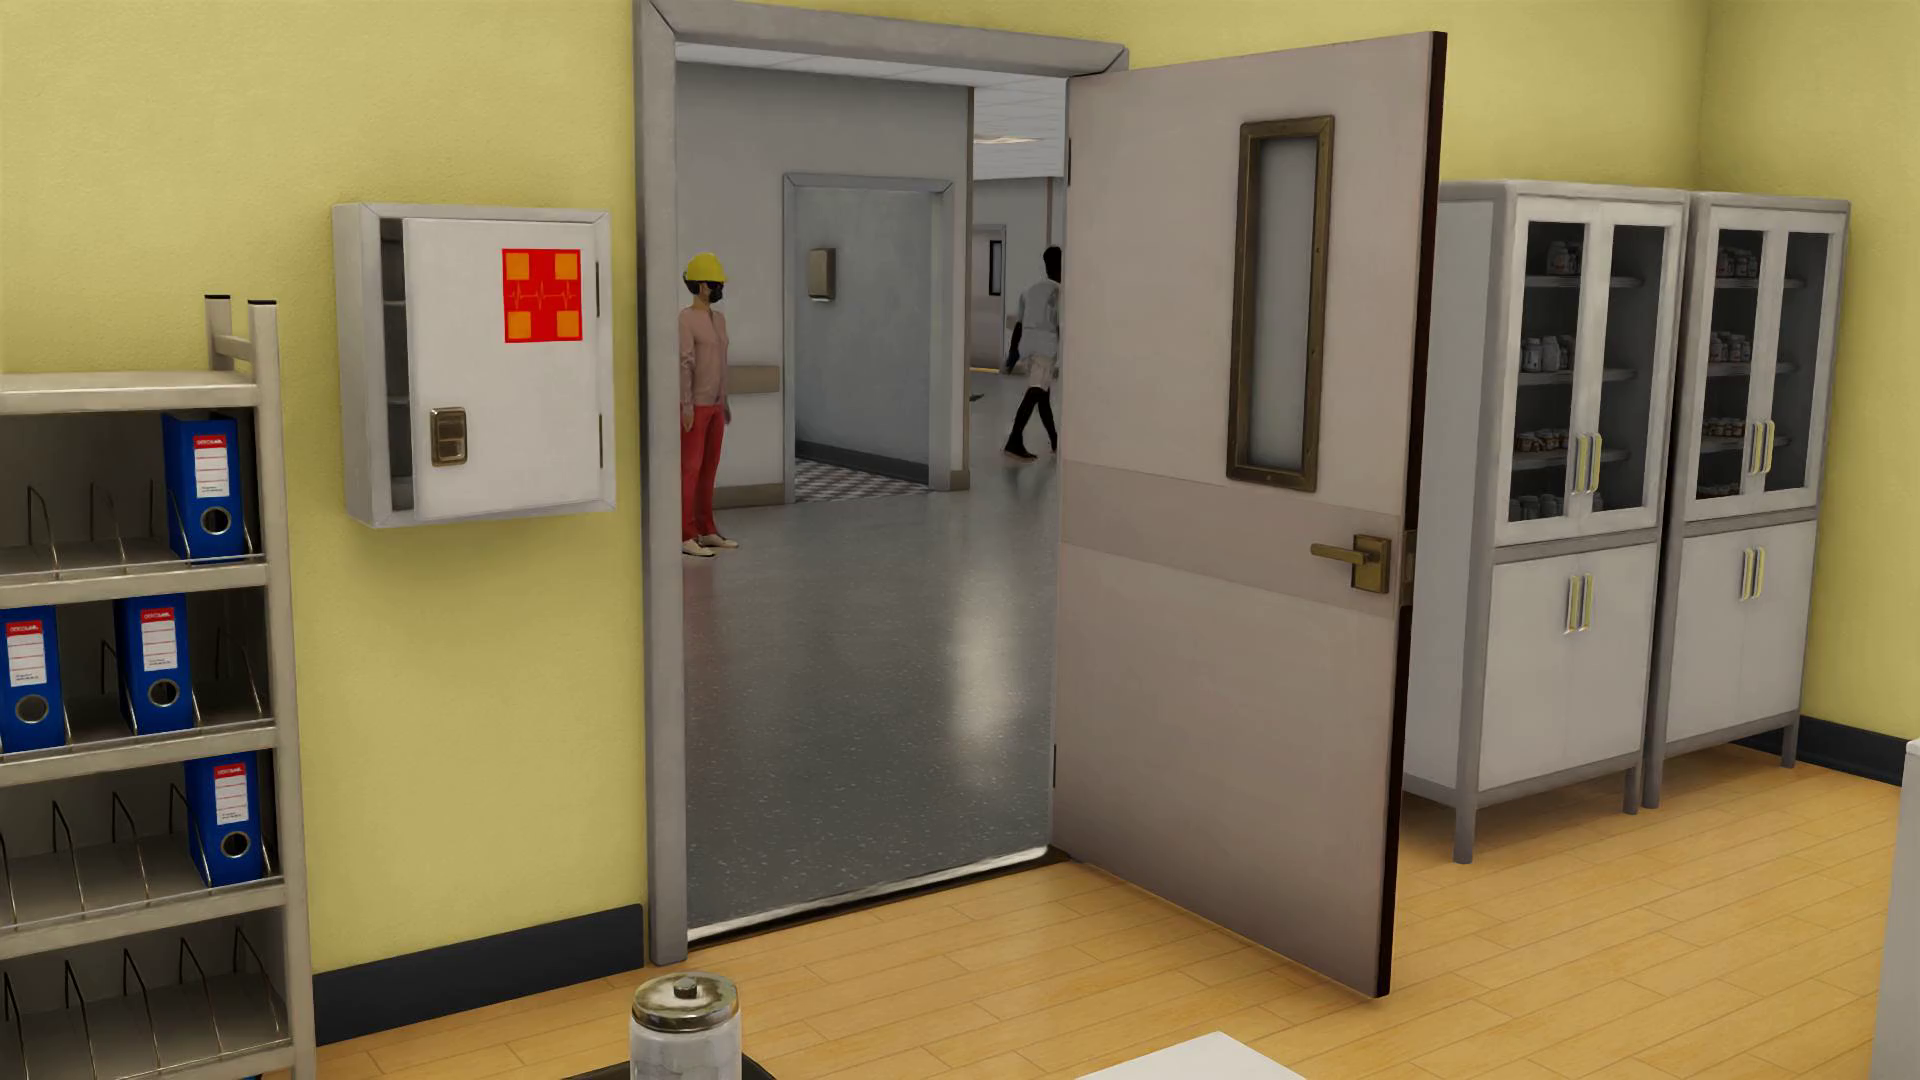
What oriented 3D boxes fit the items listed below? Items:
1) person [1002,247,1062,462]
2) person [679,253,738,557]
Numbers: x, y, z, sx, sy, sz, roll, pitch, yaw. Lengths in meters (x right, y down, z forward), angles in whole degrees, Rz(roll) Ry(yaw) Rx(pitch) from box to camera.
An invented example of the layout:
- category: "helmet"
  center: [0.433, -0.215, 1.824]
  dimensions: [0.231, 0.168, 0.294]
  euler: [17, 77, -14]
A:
- category: "person"
  center: [0.749, -1.659, 14.834]
  dimensions: [1.084, 1.891, 0.682]
  euler: [-7, 12, -40]
- category: "person"
  center: [-1.489, -0.791, 9.796]
  dimensions: [0.332, 1.765, 0.535]
  euler: [4, 10, 18]
